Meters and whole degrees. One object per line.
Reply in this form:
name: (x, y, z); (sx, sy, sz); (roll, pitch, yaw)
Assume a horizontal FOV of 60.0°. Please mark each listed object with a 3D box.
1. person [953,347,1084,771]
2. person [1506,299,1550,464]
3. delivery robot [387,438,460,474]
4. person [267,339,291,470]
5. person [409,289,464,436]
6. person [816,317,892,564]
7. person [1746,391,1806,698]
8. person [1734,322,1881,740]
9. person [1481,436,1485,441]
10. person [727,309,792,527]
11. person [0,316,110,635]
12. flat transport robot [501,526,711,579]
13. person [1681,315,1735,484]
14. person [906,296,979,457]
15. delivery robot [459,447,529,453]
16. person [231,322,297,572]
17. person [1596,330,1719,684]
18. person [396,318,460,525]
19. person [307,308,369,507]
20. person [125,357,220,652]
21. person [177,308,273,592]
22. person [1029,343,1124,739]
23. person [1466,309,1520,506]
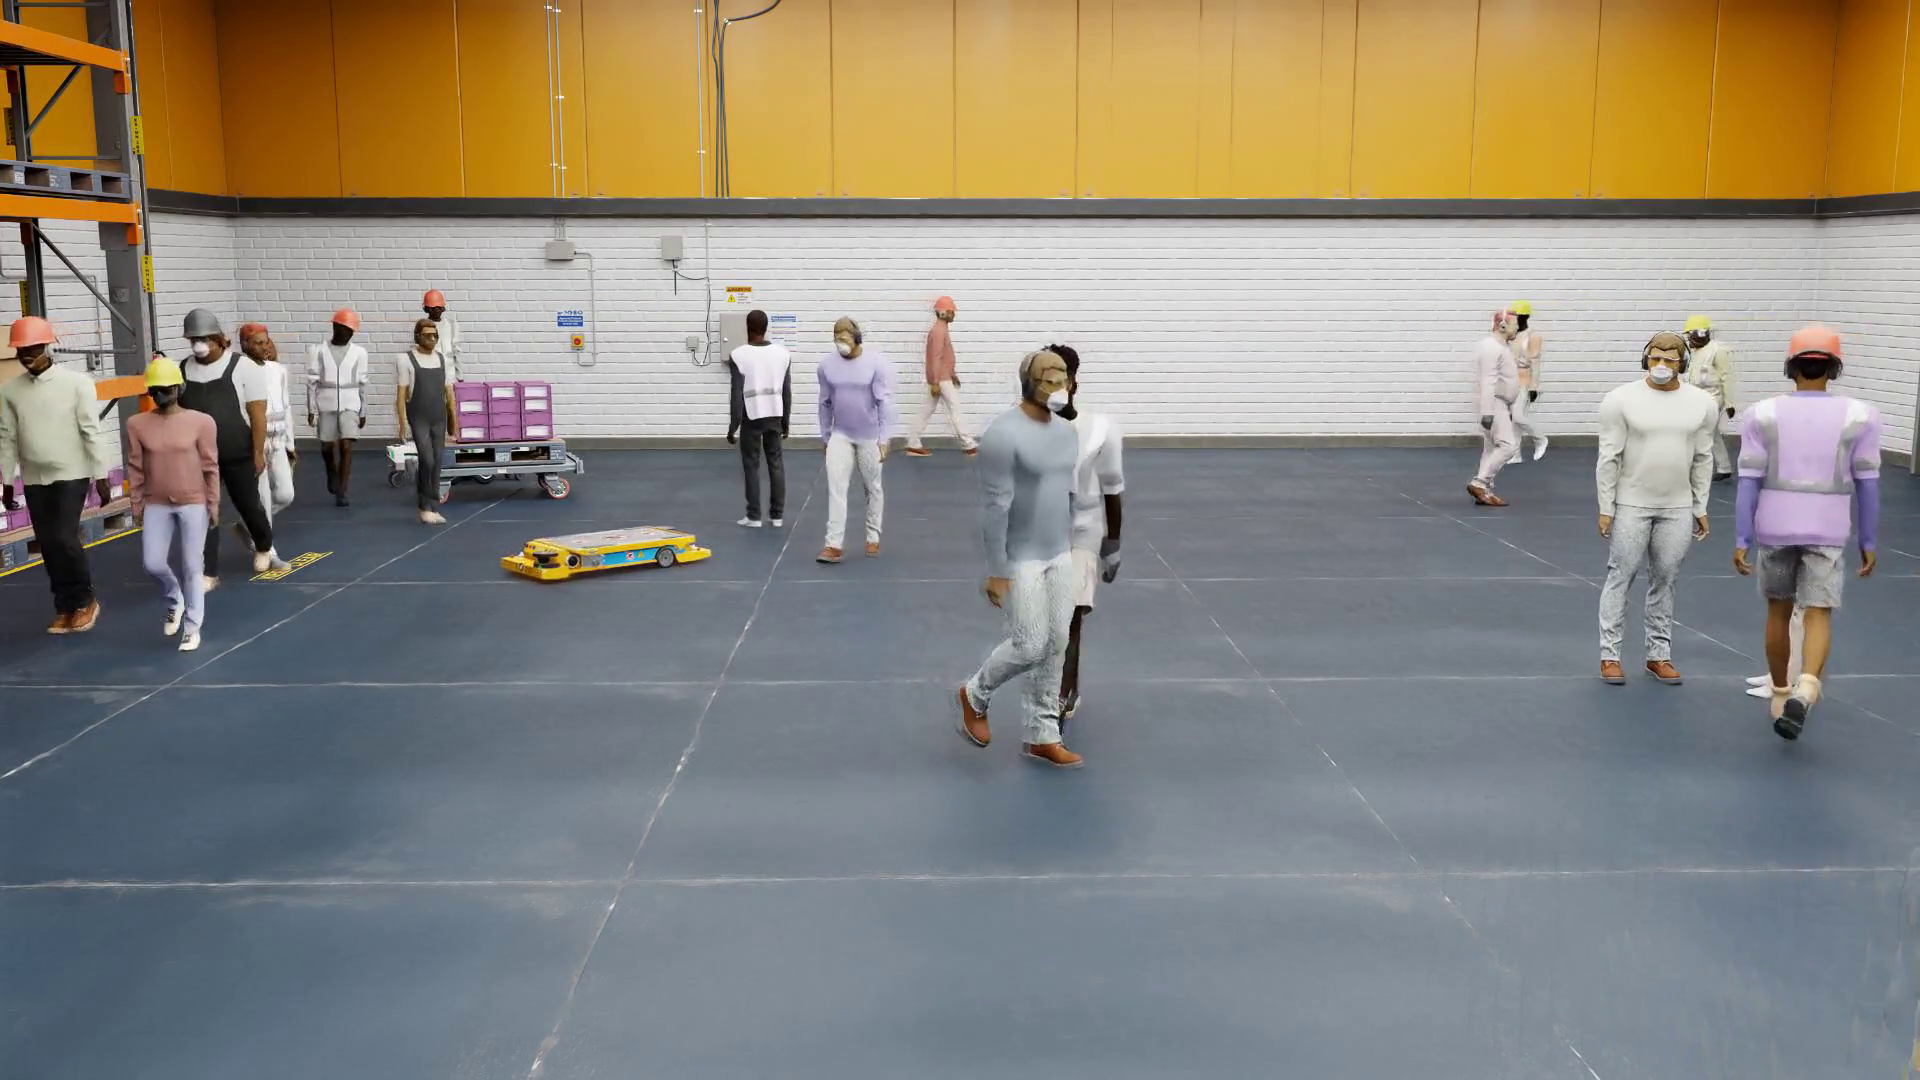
person: (0.283, 0.087, 7.546); (0.560, 1.921, 0.640); (8, 12, 41)
person: (6.521, -1.818, 19.226); (0.518, 1.915, 0.599); (-2, 10, -13)
delivery robot: (-5.633, -0.893, 17.447); (0.707, 0.478, 0.477); (-4, 10, -25)
person: (-6.862, -1.198, 16.395); (0.530, 1.585, 0.854); (1, 9, 8)
person: (-6.159, -1.939, 19.656); (0.632, 2.026, 0.409); (-8, 12, -41)
person: (-0.823, -0.757, 12.793); (0.661, 1.887, 0.924); (3, 10, 16)
person: (4.378, 0.030, 8.785); (0.334, 1.631, 0.516); (5, 11, 30)
person: (4.056, -0.033, 7.995); (0.634, 2.016, 0.873); (5, 10, 28)
person: (6.709, -1.892, 20.388); (0.358, 1.683, 0.561); (0, 9, 0)
person: (-1.744, -1.059, 14.601); (0.598, 1.921, 0.398); (-6, 11, -32)
person: (-5.604, -0.382, 10.240); (0.662, 1.975, 0.469); (1, 9, 3)
flat transport robot: (-2.675, 0.082, 12.624); (1.431, 0.197, 0.652); (-8, 12, -40)
person: (7.807, -1.463, 17.464); (0.909, 1.776, 0.617); (-1, 9, -5)
person: (-0.174, -1.954, 20.005); (1.030, 1.940, 0.609); (-1, 9, -5)
delivery robot: (-4.981, -0.950, 17.793); (0.707, 0.478, 0.477); (-9, 13, -43)
person: (-5.309, -0.701, 12.523); (0.583, 1.871, 0.588); (4, 10, 25)
person: (3.788, -0.171, 9.082); (0.629, 1.937, 0.377); (0, 9, 2)
person: (-4.654, -1.030, 14.658); (0.485, 1.832, 0.535); (8, 12, 41)
person: (-5.995, -1.289, 16.060); (0.572, 1.894, 0.663); (-4, 10, -21)
person: (-4.674, -0.215, 9.927); (0.526, 1.754, 0.418); (-2, 9, -10)
person: (-5.321, -0.702, 12.016); (0.684, 2.000, 0.977); (-1, 9, -5)
person: (0.457, 0.006, 8.062); (0.605, 1.900, 1.064); (3, 10, 20)
person: (5.114, -1.241, 15.781); (0.433, 1.887, 0.671); (5, 10, 26)
